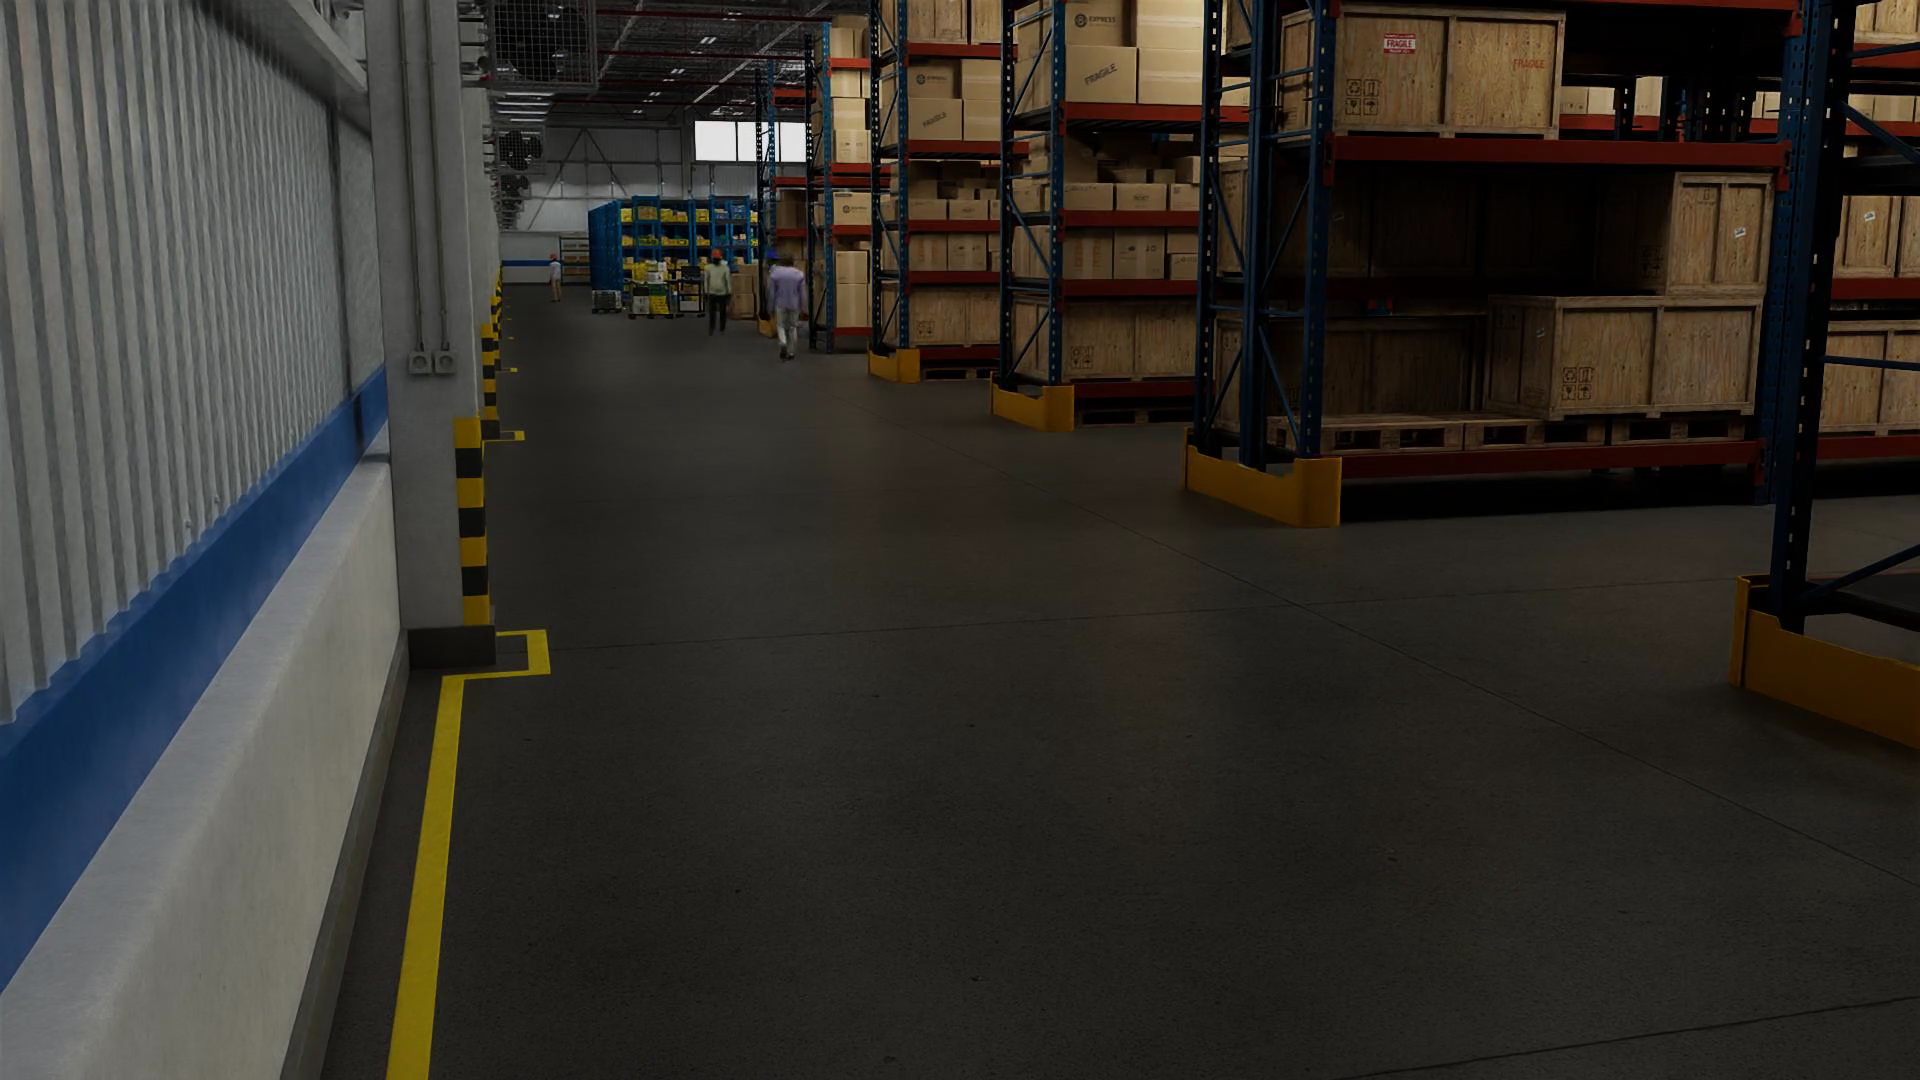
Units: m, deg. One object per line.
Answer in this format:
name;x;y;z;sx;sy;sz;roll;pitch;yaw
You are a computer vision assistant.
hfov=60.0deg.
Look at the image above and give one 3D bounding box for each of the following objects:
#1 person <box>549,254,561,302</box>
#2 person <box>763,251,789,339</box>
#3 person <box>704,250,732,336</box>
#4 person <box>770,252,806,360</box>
person;-14.797;-9.565;60.720;0.328;1.753;0.560;5;11;27
person;-4.072;-5.363;36.447;0.494;1.925;0.662;-3;10;-14
person;-5.462;-5.567;37.561;0.639;1.927;1.028;0;10;0
person;-3.057;-4.152;29.574;0.640;1.924;0.434;-1;10;-8
